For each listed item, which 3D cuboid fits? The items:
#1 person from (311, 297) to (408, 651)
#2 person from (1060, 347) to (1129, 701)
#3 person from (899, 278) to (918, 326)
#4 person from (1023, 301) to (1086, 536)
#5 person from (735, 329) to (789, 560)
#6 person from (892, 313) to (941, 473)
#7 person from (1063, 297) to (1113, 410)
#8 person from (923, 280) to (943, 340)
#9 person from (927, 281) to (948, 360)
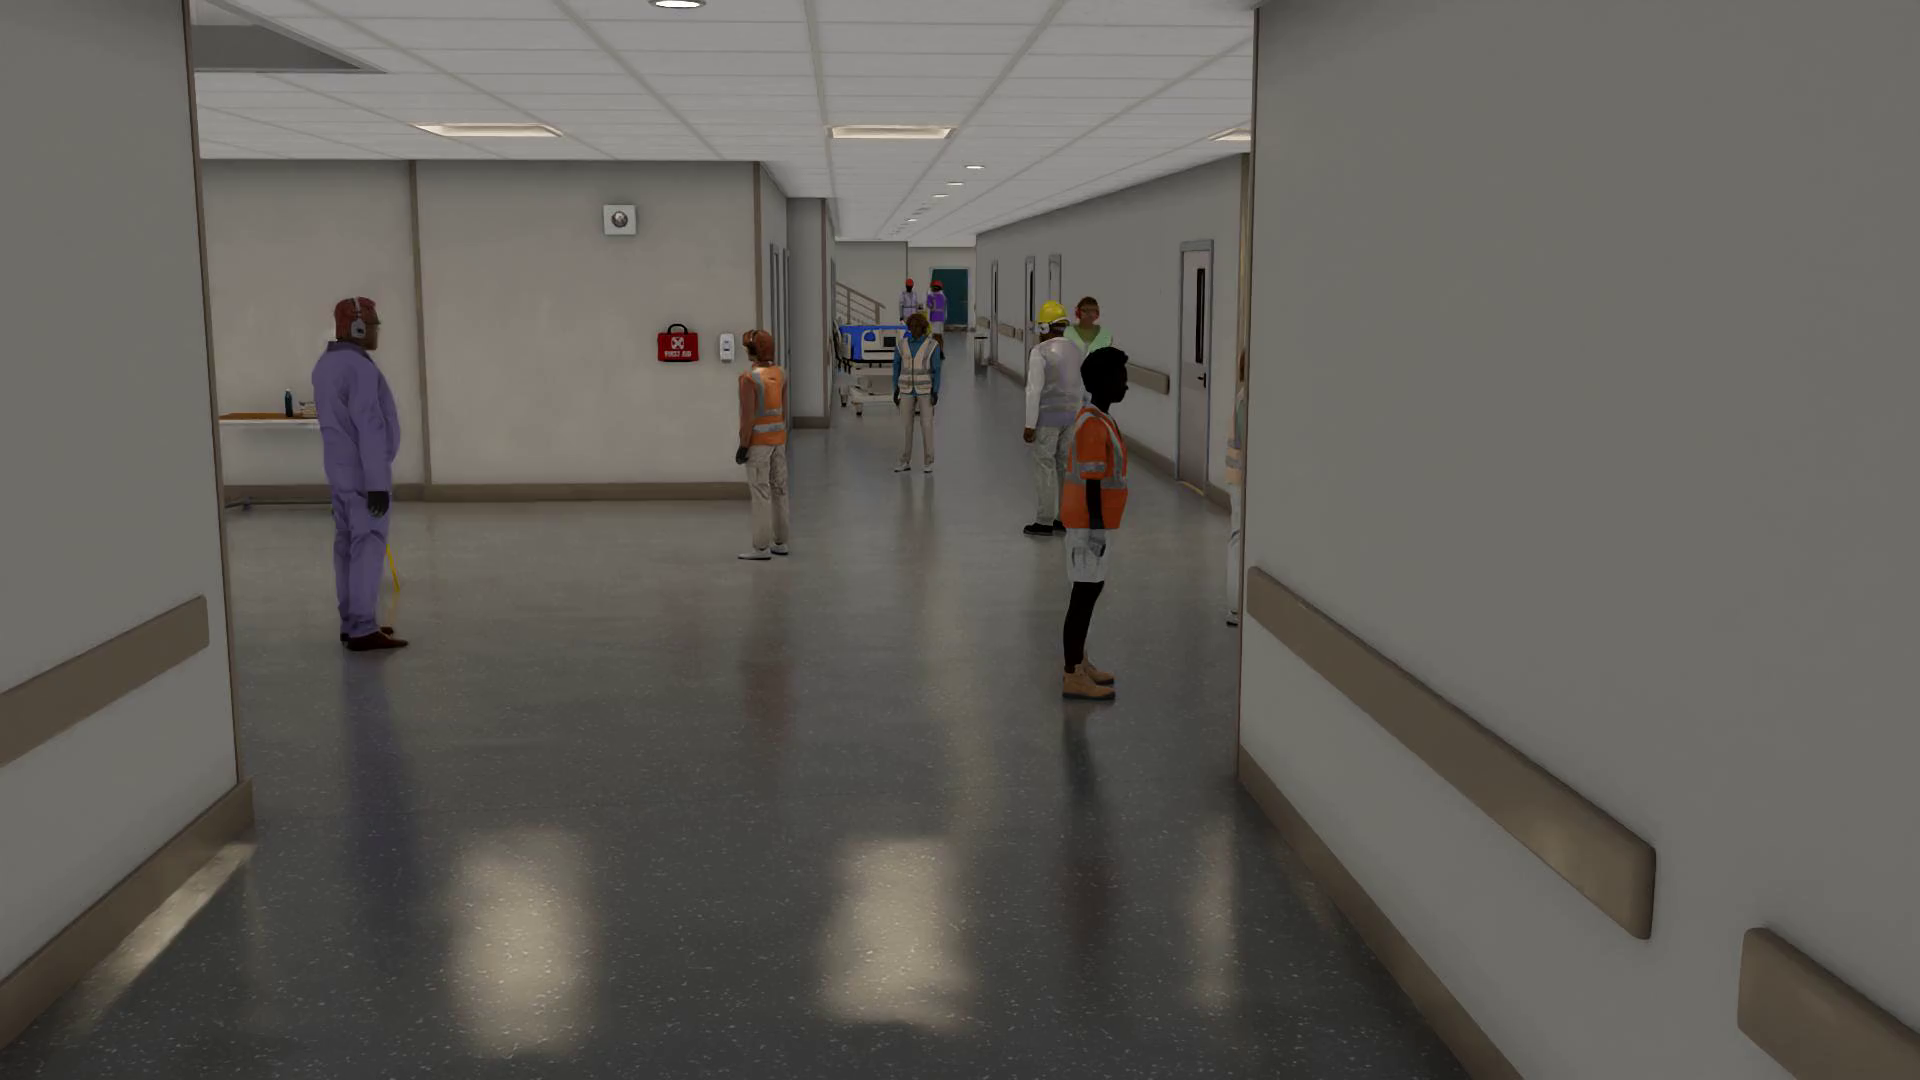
[{"bbox_3d":[-3.271,-0.353,9.052,0.453,1.911,0.673,-8,12,-41],"label":"person"},{"bbox_3d":[0.644,-0.084,7.989,0.323,1.687,0.536,1,9,8],"label":"person"},{"bbox_3d":[-1.341,-5.959,44.099,0.550,1.933,0.373,-5,10,-27],"label":"person"},{"bbox_3d":[0.718,-0.946,12.993,0.403,1.826,0.596,9,13,44],"label":"person"},{"bbox_3d":[-1.405,-0.676,11.851,0.311,1.642,0.513,5,10,29],"label":"person"},{"bbox_3d":[-0.447,-1.510,17.104,0.513,1.638,0.307,3,9,16],"label":"person"},{"bbox_3d":[1.233,-1.464,16.312,0.575,1.797,0.952,-1,9,-5],"label":"person"},{"bbox_3d":[-0.861,-7.108,51.570,0.590,1.844,0.904,2,9,15],"label":"person"},{"bbox_3d":[-0.528,-5.276,39.978,0.590,1.888,0.521,-8,12,-40],"label":"person"}]
